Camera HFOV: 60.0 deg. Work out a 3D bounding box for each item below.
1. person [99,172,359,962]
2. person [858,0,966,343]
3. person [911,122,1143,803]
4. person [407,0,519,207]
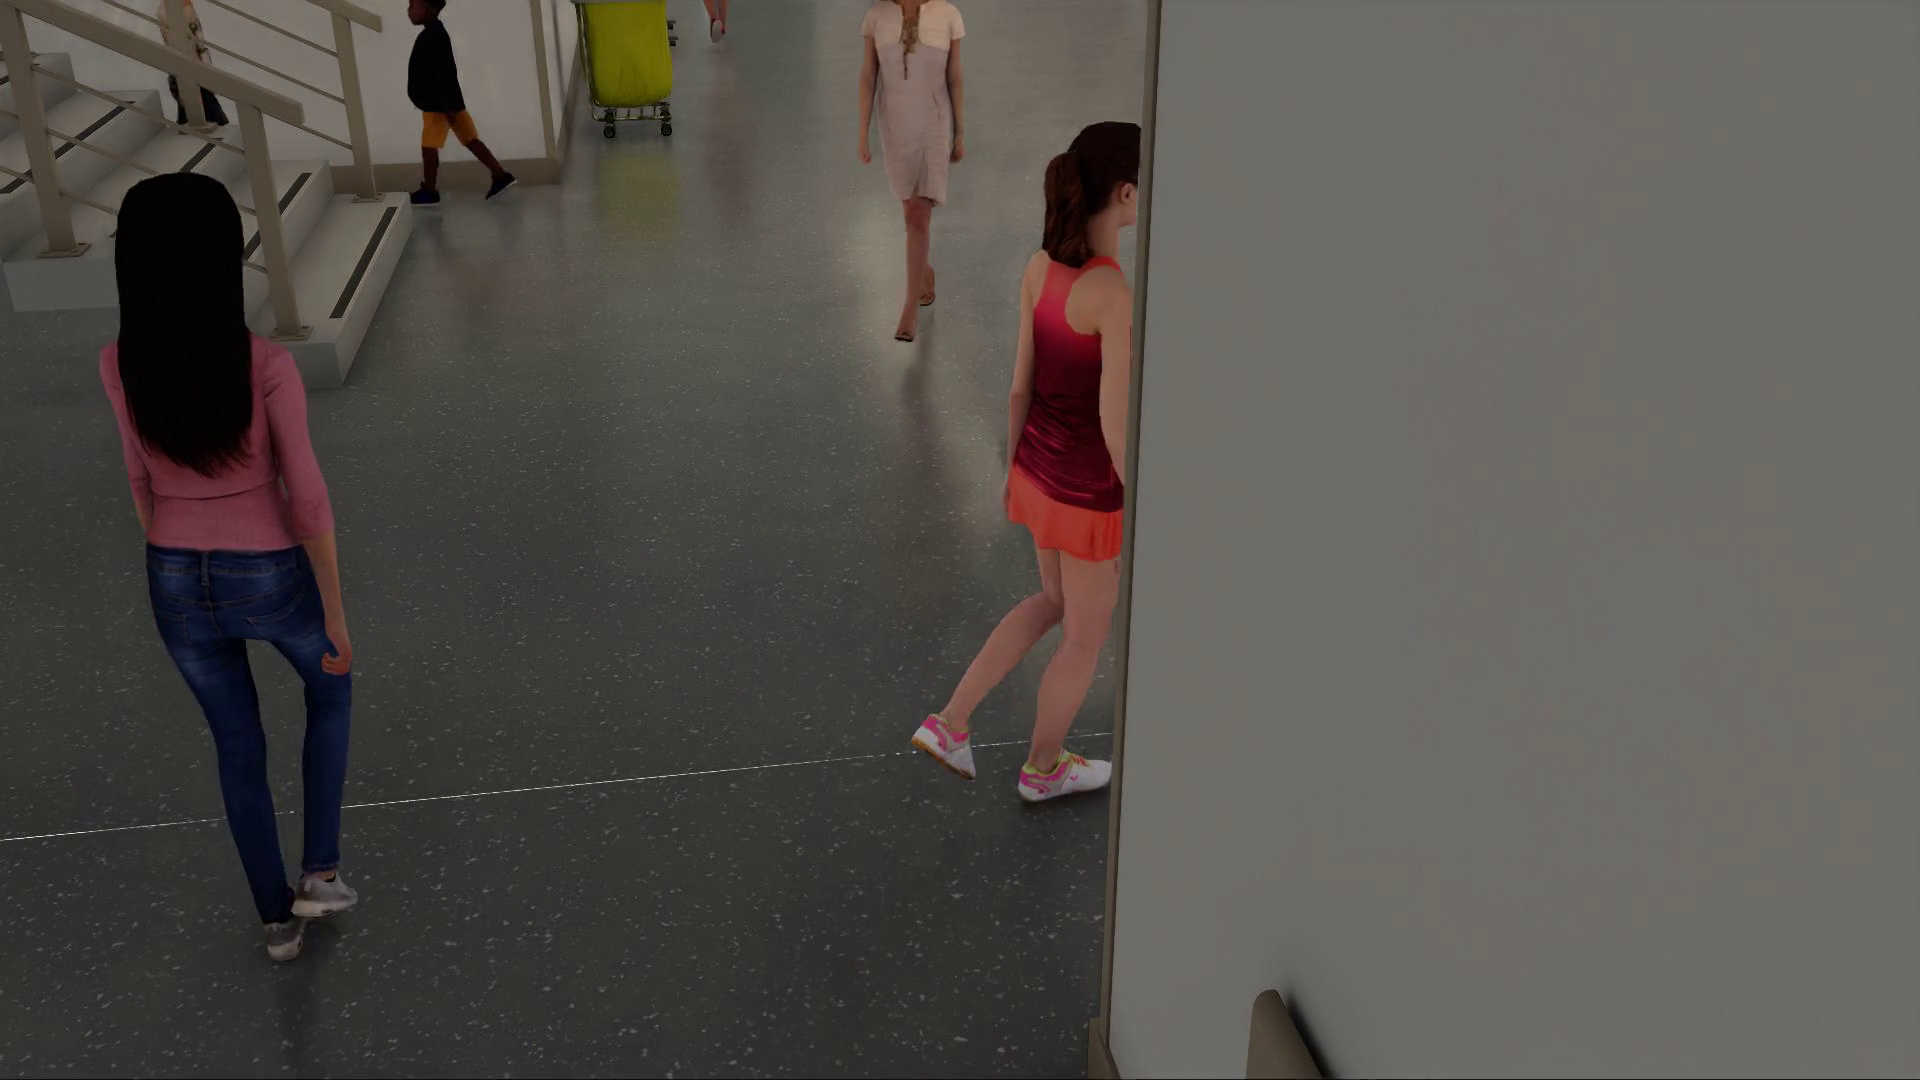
[{"bbox_3d":[-1.502,0.144,3.398,0.560,1.731,0.667,-4,26,-7],"label":"person"},{"bbox_3d":[-0.207,-1.775,7.438,1.154,1.679,0.906,3,26,6],"label":"person"},{"bbox_3d":[0.198,-0.071,3.852,0.864,1.725,0.718,-15,30,-29],"label":"person"},{"bbox_3d":[-2.879,-2.524,9.487,0.885,1.250,0.539,-2,26,-4],"label":"person"}]
